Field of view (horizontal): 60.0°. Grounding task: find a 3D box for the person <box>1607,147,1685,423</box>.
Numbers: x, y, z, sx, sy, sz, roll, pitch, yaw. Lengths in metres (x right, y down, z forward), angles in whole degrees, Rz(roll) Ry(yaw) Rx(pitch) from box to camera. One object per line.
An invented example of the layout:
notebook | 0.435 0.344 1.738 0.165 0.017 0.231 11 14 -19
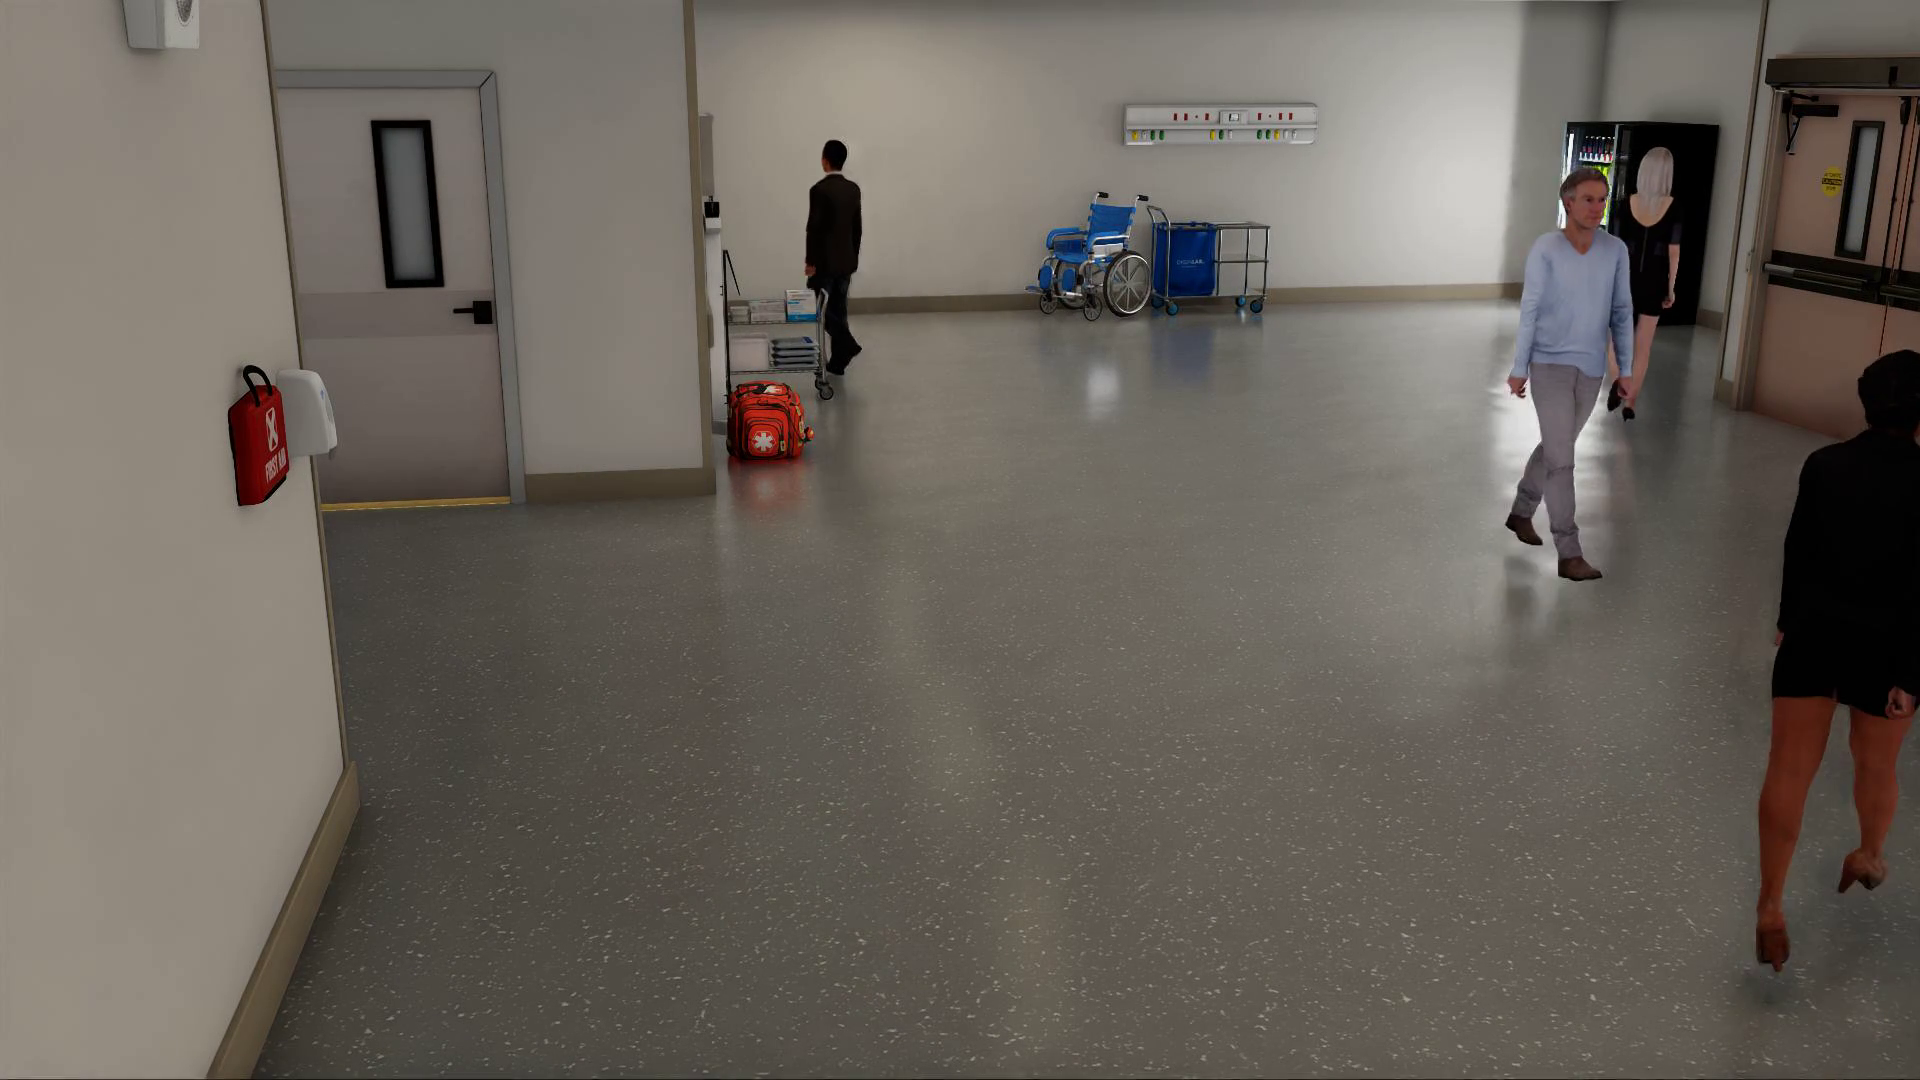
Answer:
person | 4.475 -1.647 10.968 0.831 1.818 0.913 8 18 26

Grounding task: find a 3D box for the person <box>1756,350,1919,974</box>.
person | 2.248 0.365 4.262 1.053 1.584 1.023 14 21 41

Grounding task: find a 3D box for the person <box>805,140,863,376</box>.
person | -0.921 -2.136 12.747 0.963 1.793 0.904 14 21 40

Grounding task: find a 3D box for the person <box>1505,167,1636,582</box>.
person | 2.813 -0.779 7.836 0.664 1.846 1.210 -2 16 -9
